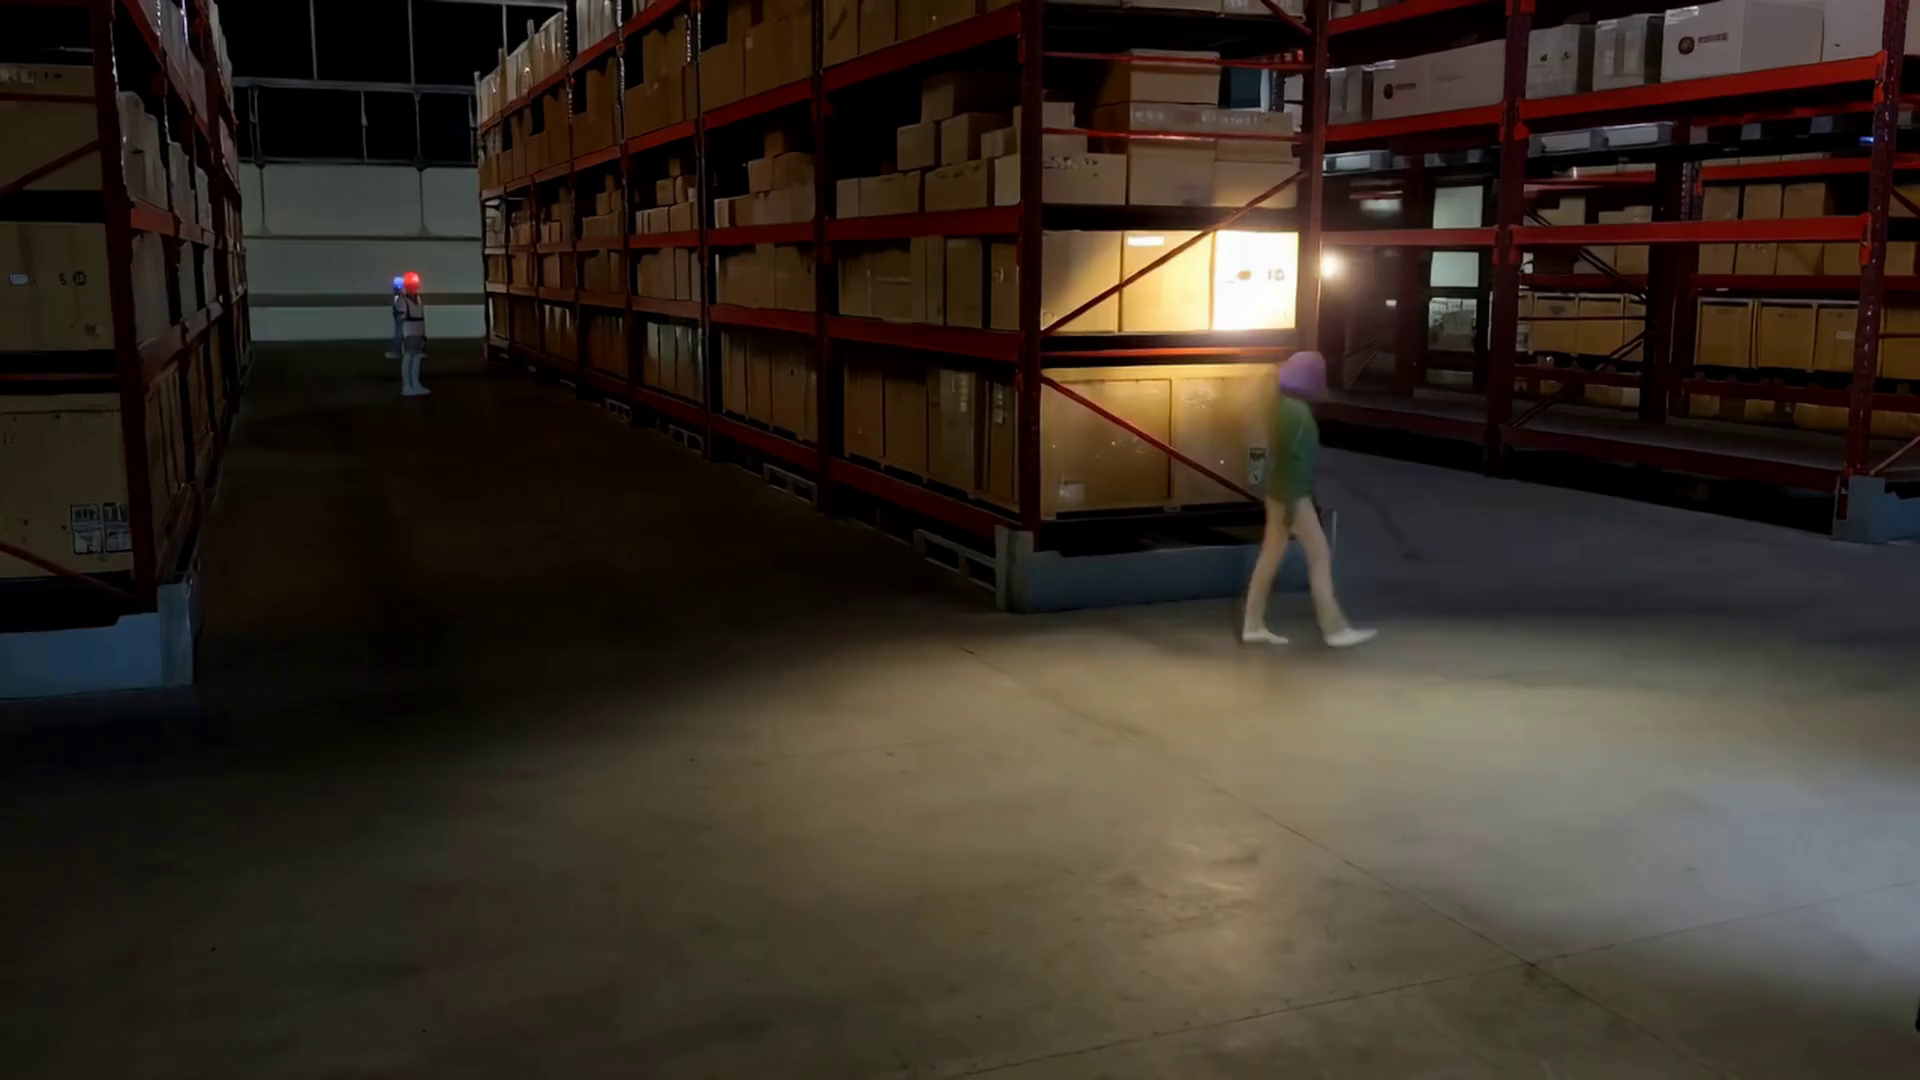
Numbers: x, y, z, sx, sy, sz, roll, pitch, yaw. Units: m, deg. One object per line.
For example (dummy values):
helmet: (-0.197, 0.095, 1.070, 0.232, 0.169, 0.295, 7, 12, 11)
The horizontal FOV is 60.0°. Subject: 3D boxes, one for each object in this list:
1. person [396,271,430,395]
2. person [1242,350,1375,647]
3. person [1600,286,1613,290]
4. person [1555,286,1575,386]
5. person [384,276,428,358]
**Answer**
person: (-8.567, -3.244, 26.127, 0.373, 1.930, 0.552, 4, 10, 25)
person: (1.897, -0.209, 8.922, 0.789, 1.598, 0.524, 0, 9, 3)
person: (10.975, -3.523, 28.451, 0.543, 1.713, 0.931, -4, 10, -21)
person: (10.286, -3.597, 28.056, 0.378, 1.995, 0.612, 0, 9, -3)
person: (-12.084, -4.820, 36.025, 0.923, 1.789, 0.599, -4, 10, -21)
